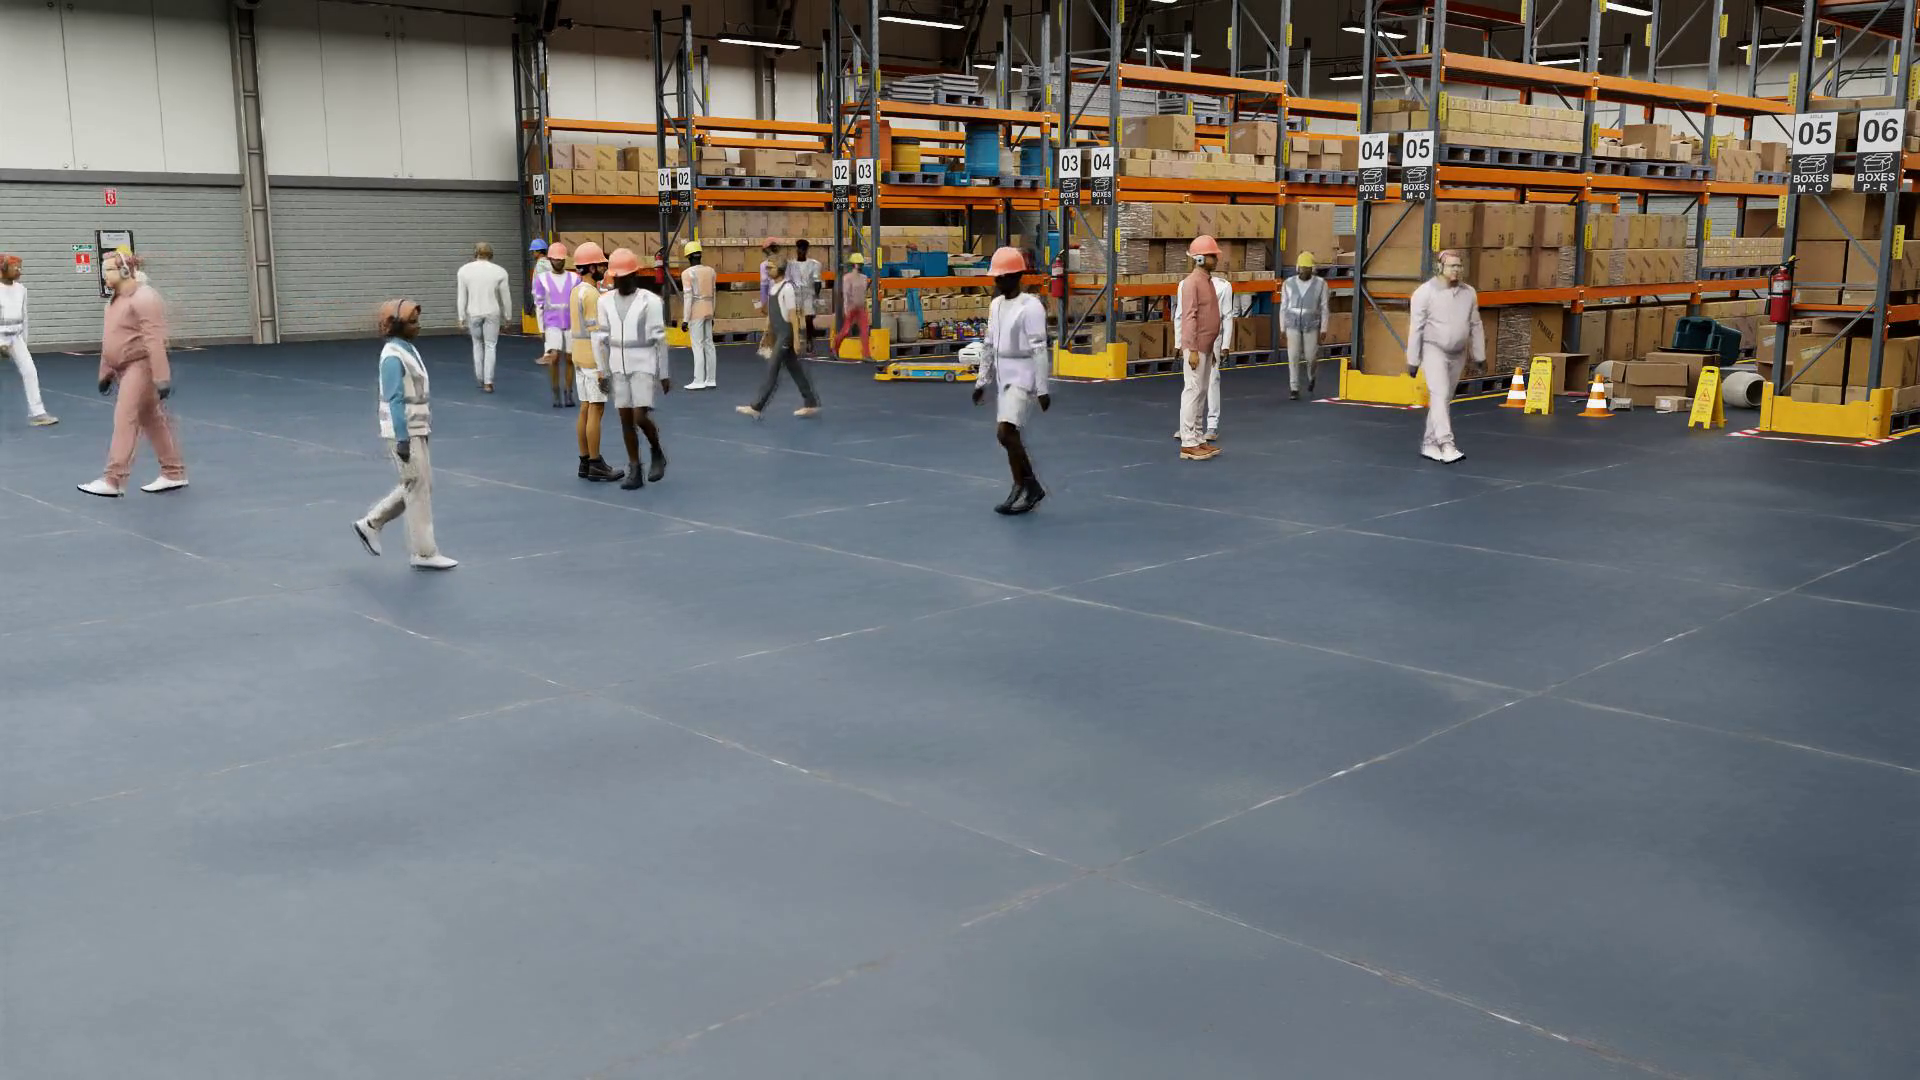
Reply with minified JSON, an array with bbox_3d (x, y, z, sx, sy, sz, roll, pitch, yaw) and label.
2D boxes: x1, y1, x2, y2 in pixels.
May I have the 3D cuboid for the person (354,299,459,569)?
[{"bbox_3d":[-3.354,-0.630,9.978,0.549,1.623,0.530,-2,11,-9],"label":"person"}]

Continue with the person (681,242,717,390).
[{"bbox_3d":[-3.423,-2.925,21.721,0.390,1.916,0.585,7,12,33],"label":"person"}]

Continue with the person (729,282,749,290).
[{"bbox_3d":[-4.406,-5.051,33.000,0.443,2.025,0.653,-10,14,-42],"label":"person"}]

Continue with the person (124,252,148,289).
[{"bbox_3d":[-13.384,-3.821,27.086,0.546,1.731,0.686,1,10,5],"label":"person"}]

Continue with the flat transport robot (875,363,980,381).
[{"bbox_3d":[-0.433,-2.356,23.220,1.431,0.197,0.652,1,10,5],"label":"flat transport robot"}]

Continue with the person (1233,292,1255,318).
[{"bbox_3d":[5.292,-4.601,31.064,0.430,1.844,0.623,-9,13,-39],"label":"person"}]

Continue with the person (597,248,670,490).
[{"bbox_3d":[-2.602,-1.348,13.159,0.552,1.908,0.496,3,11,17],"label":"person"}]

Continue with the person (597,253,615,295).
[{"bbox_3d":[-6.092,-4.089,28.655,0.318,1.700,0.535,-5,12,-28],"label":"person"}]

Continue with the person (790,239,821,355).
[{"bbox_3d":[-2.617,-4.006,27.544,0.629,1.939,0.489,0,10,3],"label":"person"}]

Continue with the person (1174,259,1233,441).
[{"bbox_3d":[2.378,-1.922,16.333,0.584,1.882,0.337,6,12,28],"label":"person"}]

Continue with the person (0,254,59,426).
[{"bbox_3d":[-10.102,-2.104,17.580,0.898,1.818,0.604,4,11,21],"label":"person"}]

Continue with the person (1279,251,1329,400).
[{"bbox_3d":[4.242,-2.653,20.534,0.591,1.808,0.576,3,11,18],"label":"person"}]

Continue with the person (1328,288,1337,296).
[{"bbox_3d":[9.021,-6.362,40.411,0.376,1.934,0.547,-8,13,-39],"label":"person"}]

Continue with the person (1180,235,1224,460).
[{"bbox_3d":[2.181,-1.745,15.064,0.375,1.997,0.611,4,11,23],"label":"person"}]

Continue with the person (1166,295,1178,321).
[{"bbox_3d":[3.598,-3.912,27.231,0.309,1.868,0.534,-9,14,-41],"label":"person"}]

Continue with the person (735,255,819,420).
[{"bbox_3d":[-1.982,-2.218,18.215,1.010,1.787,0.529,-5,11,-23],"label":"person"}]

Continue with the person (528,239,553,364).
[{"bbox_3d":[-6.536,-3.743,26.096,0.408,1.942,0.616,0,10,-2],"label":"person"}]

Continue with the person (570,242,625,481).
[{"bbox_3d":[-3.018,-1.472,13.722,0.349,1.942,0.545,-6,12,-28],"label":"person"}]

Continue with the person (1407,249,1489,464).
[{"bbox_3d":[4.336,-1.594,14.600,0.647,1.870,0.925,-4,11,-22],"label":"person"}]

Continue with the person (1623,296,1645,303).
[{"bbox_3d":[13.611,-4.937,33.577,0.505,1.599,0.813,8,13,37],"label":"person"}]

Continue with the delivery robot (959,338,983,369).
[{"bbox_3d":[0.235,-2.648,23.783,0.477,0.478,0.707,3,11,16],"label":"delivery robot"}]

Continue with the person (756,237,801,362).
[{"bbox_3d":[-2.868,-3.779,26.234,0.989,1.975,0.649,8,13,36],"label":"person"}]

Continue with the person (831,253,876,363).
[{"bbox_3d":[-1.710,-3.700,26.455,0.854,1.734,0.531,10,14,43],"label":"person"}]

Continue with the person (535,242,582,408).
[{"bbox_3d":[-4.622,-2.488,19.359,0.562,1.911,0.757,-4,11,-19],"label":"person"}]

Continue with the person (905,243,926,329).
[{"bbox_3d":[-0.894,-4.921,32.814,0.389,1.837,0.563,-7,13,-34],"label":"person"}]

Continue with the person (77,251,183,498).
[{"bbox_3d":[-6.469,-1.264,12.774,0.678,1.865,0.915,10,14,43],"label":"person"}]

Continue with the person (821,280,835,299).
[{"bbox_3d":[-2.844,-5.617,36.336,0.355,1.938,0.636,-8,13,-38],"label":"person"}]

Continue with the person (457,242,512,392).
[{"bbox_3d":[-6.130,-2.891,21.541,0.656,1.907,0.845,-1,10,-8],"label":"person"}]

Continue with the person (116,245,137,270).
[{"bbox_3d":[-14.262,-4.127,28.494,0.403,1.834,0.591,-4,11,-19],"label":"person"}]

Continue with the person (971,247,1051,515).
[{"bbox_3d":[0.374,-1.126,11.903,0.453,1.915,0.560,-6,12,-29],"label":"person"}]

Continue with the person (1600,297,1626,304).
[{"bbox_3d":[11.740,-4.336,29.885,0.486,1.744,0.294,9,14,40],"label":"person"}]
